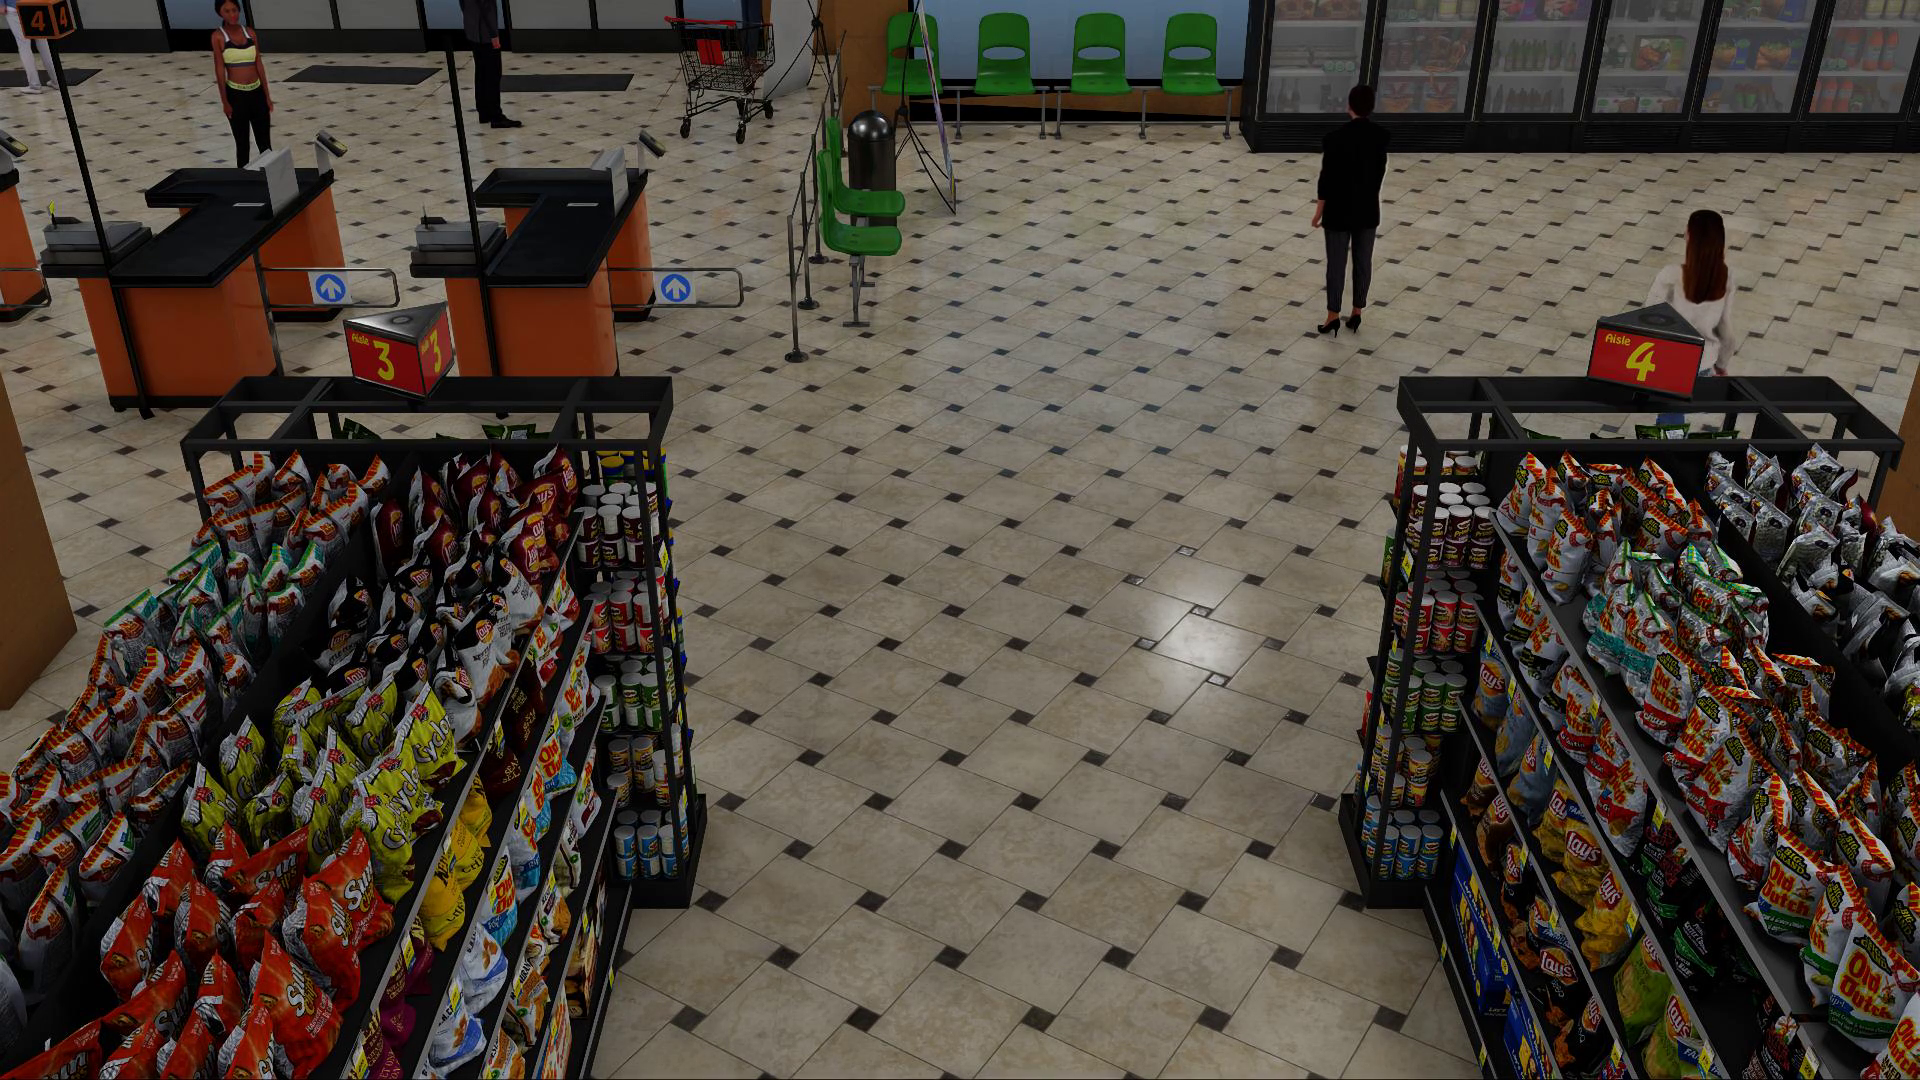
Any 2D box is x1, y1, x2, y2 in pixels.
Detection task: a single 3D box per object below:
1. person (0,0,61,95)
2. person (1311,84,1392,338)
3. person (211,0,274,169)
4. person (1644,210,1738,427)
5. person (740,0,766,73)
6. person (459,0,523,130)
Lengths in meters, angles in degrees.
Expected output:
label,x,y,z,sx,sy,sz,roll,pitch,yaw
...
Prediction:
label,x,y,z,sx,sy,sz,roll,pitch,yaw
person,-9.843,-5.656,17.438,0.802,1.888,0.689,16,32,26
person,2.667,-2.233,11.346,0.697,1.718,0.653,-7,29,-12
person,-6.007,-3.695,13.986,0.638,1.754,0.694,-25,37,-37
person,3.944,-0.907,8.976,0.725,1.662,0.976,-4,29,-8
person,-2.330,-6.107,18.364,0.731,1.792,0.614,-14,32,-24
person,-4.659,-4.991,16.270,0.871,1.840,0.777,-21,35,-33
